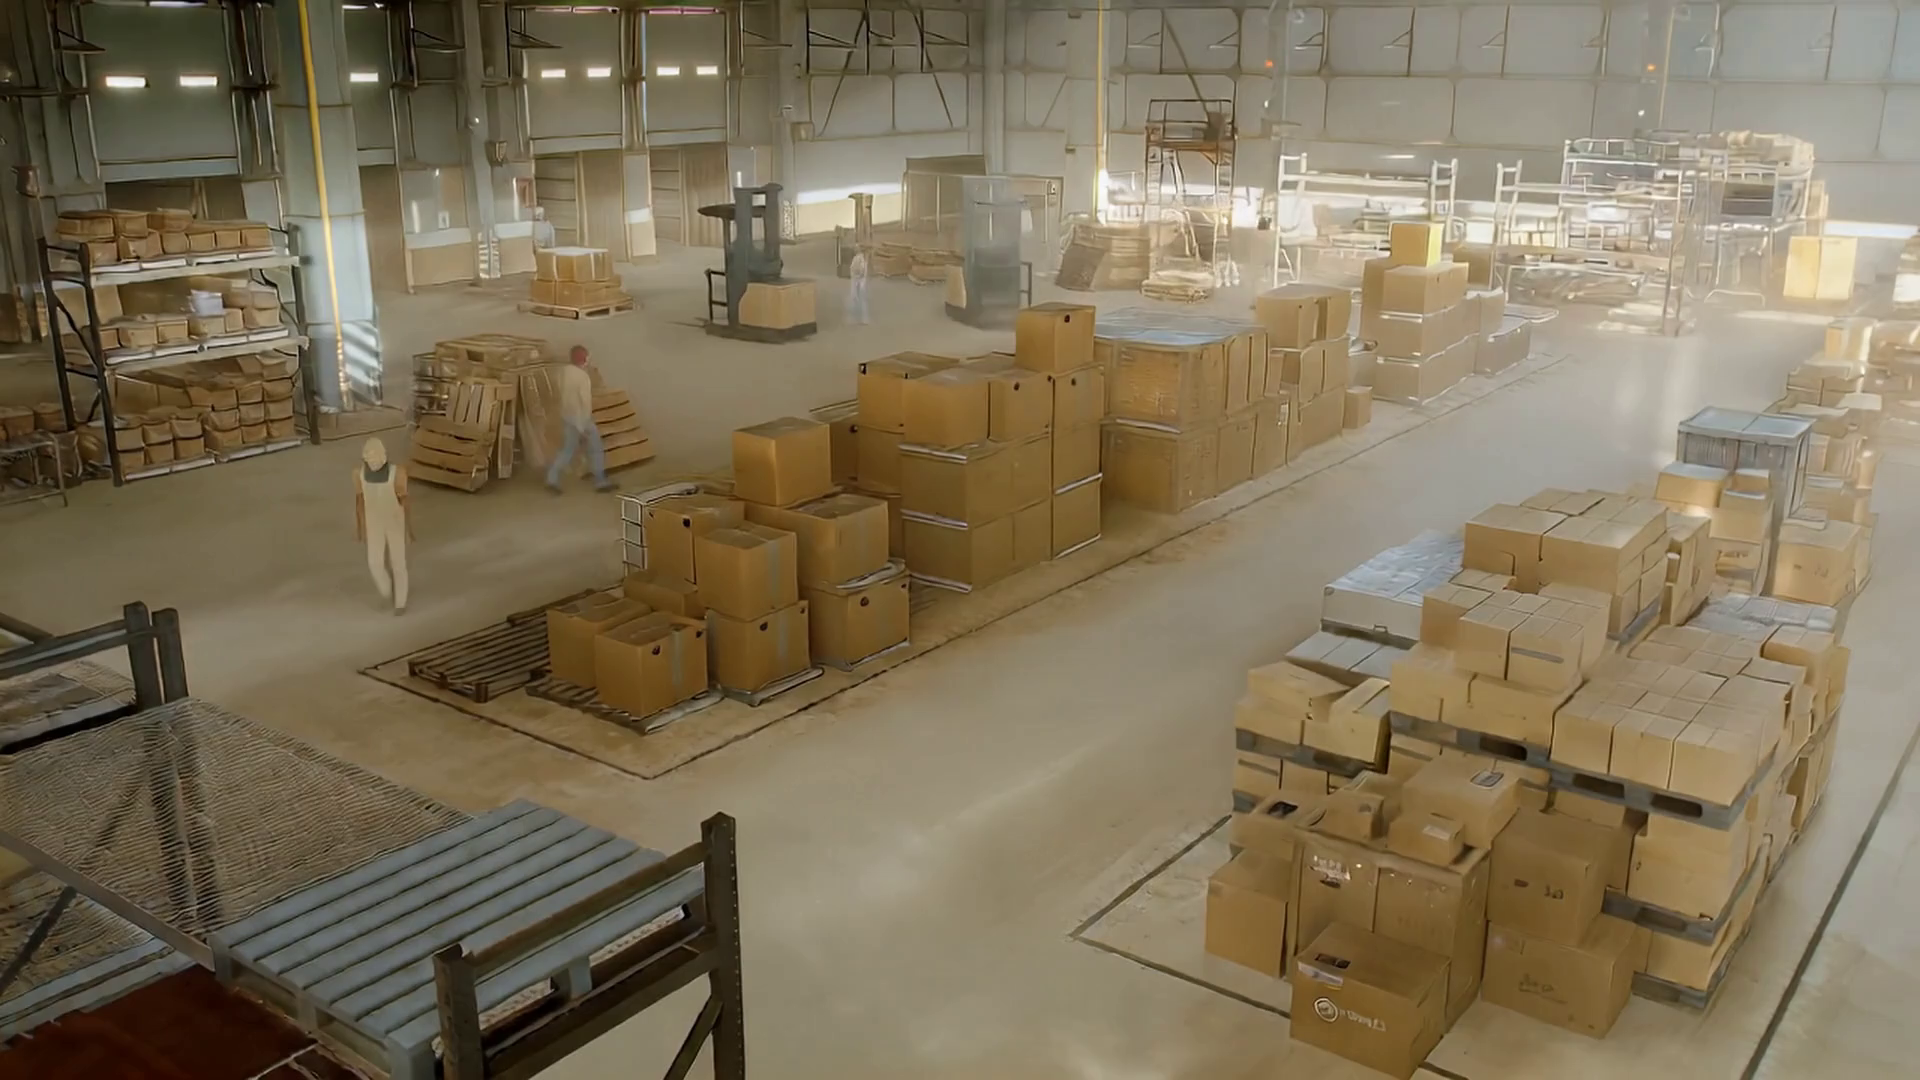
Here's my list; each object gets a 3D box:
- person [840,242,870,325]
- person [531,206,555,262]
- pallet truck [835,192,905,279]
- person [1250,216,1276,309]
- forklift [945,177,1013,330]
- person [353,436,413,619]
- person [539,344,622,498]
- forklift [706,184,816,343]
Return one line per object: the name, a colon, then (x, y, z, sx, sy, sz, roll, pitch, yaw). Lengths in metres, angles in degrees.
person: (-2.084, -4.985, 32.418, 0.680, 1.609, 0.547, 1, 17, 4)
person: (-9.059, -6.262, 36.114, 0.545, 1.939, 0.354, 5, 17, 15)
pallet truck: (-1.936, -7.159, 38.982, 1.885, 1.965, 0.823, -12, 21, -34)
person: (6.351, -5.748, 34.442, 0.804, 1.909, 0.648, -11, 20, -33)
forklift: (0.539, -5.666, 32.536, 1.129, 2.768, 1.873, -8, 18, -24)
person: (-5.526, -0.123, 15.978, 0.553, 1.825, 0.390, -1, 17, -5)
person: (-4.685, -1.440, 20.224, 0.972, 1.905, 0.641, -11, 20, -32)
forklift: (-3.717, -5.181, 30.929, 1.873, 2.768, 1.129, 12, 21, 35)
